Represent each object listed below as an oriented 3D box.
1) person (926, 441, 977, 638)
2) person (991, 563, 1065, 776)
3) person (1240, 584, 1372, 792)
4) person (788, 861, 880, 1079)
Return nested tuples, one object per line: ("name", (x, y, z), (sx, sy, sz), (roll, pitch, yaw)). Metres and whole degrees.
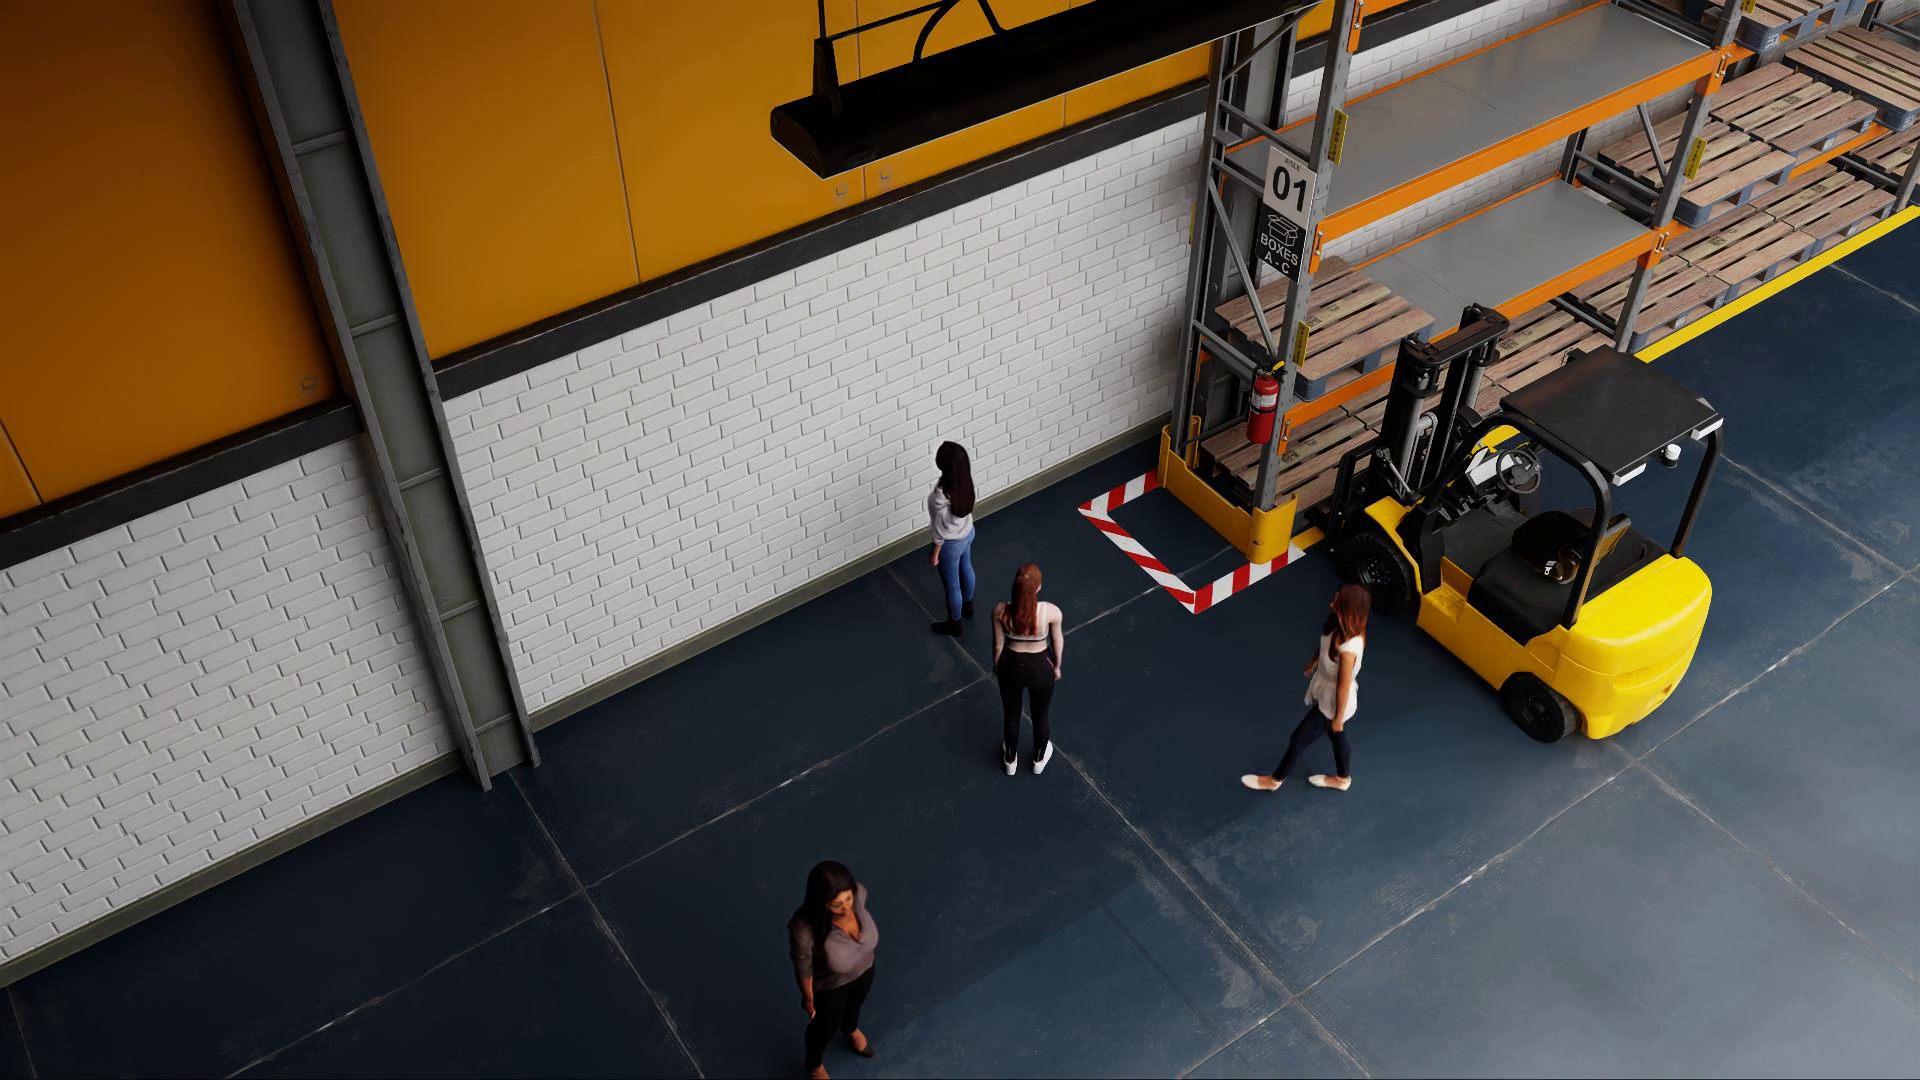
("person", (-0.032, -0.013, 11.051), (0.737, 1.633, 0.610), (19, 47, 19))
("person", (0.400, 0.802, 10.118), (0.653, 1.740, 0.726), (5, 44, 5))
("person", (2.324, 0.946, 9.950), (1.015, 1.763, 0.953), (6, 44, 6))
("person", (-0.641, 2.227, 8.549), (0.761, 1.841, 0.609), (31, 52, 28))
